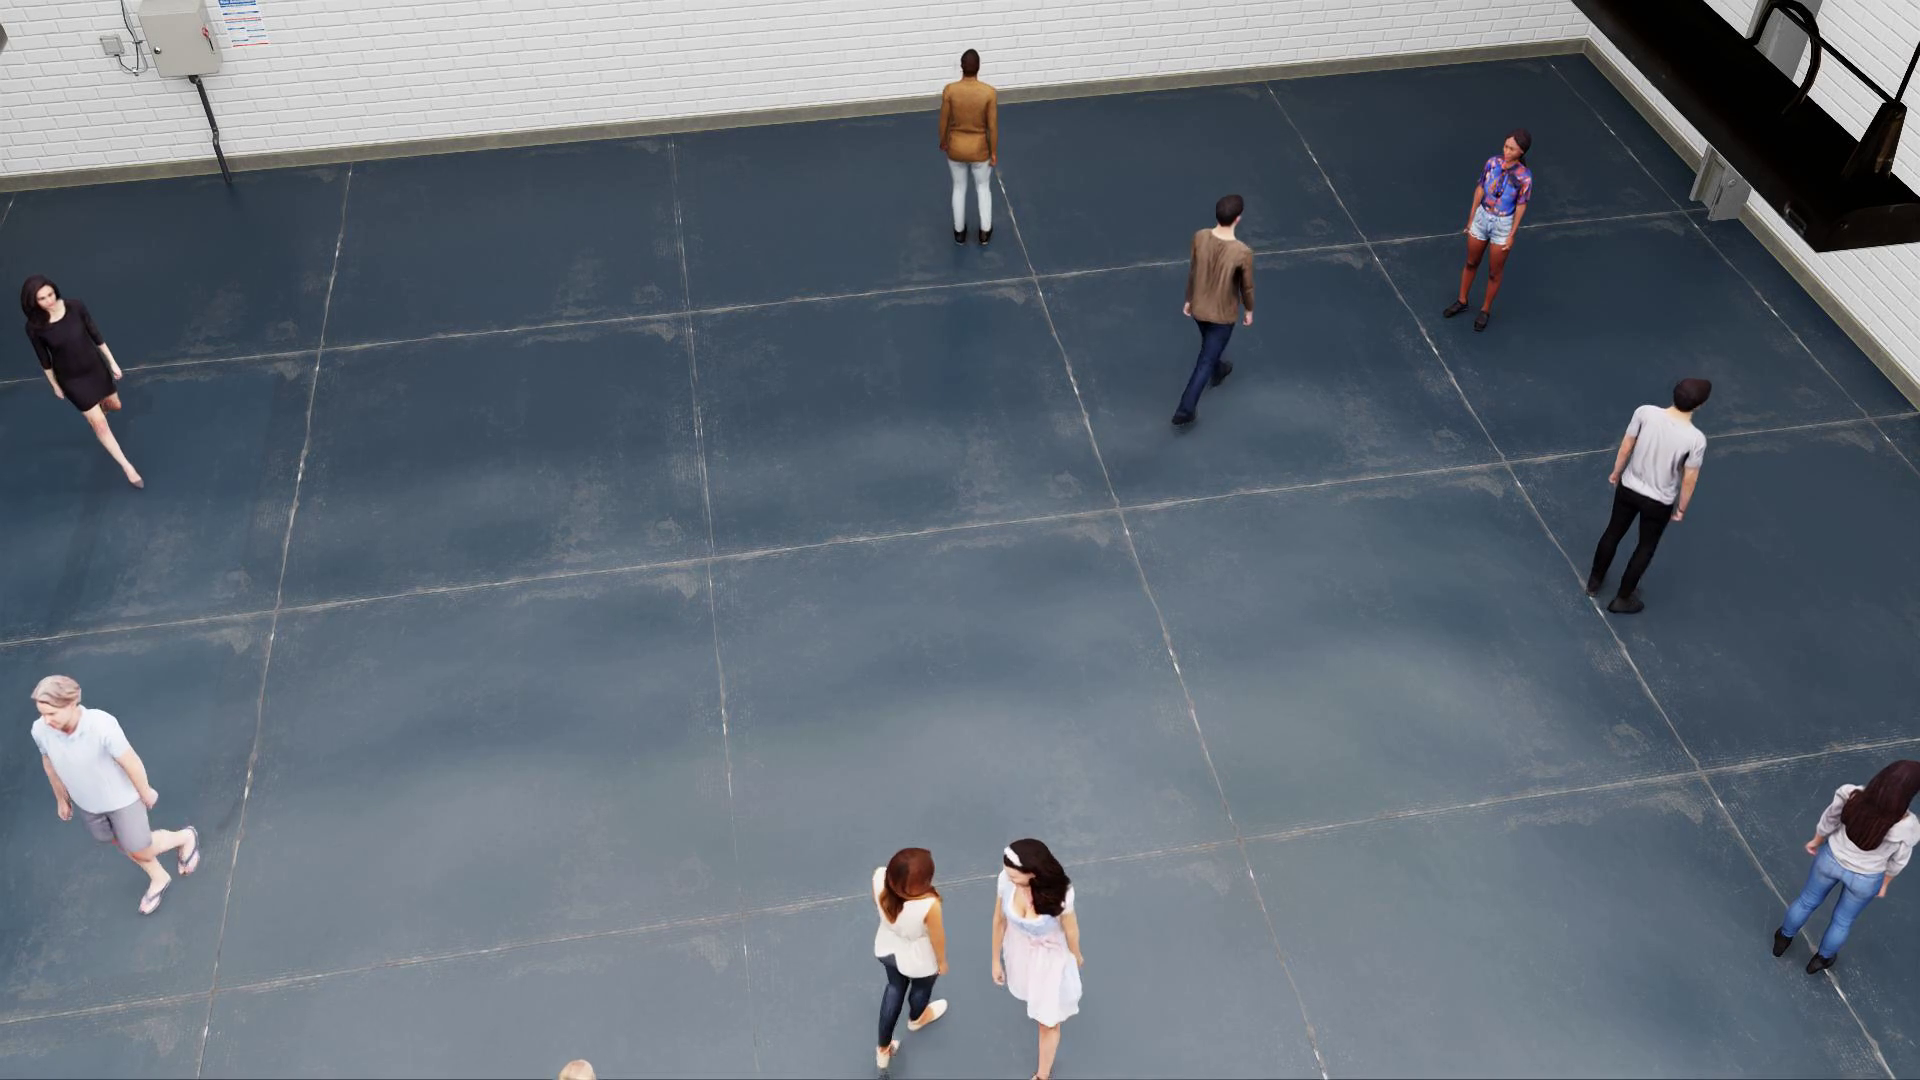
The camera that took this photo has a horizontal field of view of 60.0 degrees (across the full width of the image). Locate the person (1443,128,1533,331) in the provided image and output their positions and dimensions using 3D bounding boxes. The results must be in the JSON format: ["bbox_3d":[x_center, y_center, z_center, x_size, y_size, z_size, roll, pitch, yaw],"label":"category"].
[{"bbox_3d":[4.264,-2.494,13.289,0.647,1.743,0.729,31,52,28],"label":"person"}]

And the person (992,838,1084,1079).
[{"bbox_3d":[0.409,2.028,8.524,1.015,1.770,1.127,15,46,15],"label":"person"}]

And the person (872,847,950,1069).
[{"bbox_3d":[-0.290,2.122,8.431,0.898,1.761,0.957,19,47,19],"label":"person"}]

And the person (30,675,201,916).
[{"bbox_3d":[-4.662,1.340,9.209,0.779,1.820,0.838,6,44,7],"label":"person"}]

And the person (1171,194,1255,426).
[{"bbox_3d":[1.848,-1.662,12.344,1.189,1.843,1.214,27,50,26],"label":"person"}]

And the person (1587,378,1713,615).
[{"bbox_3d":[4.504,-0.307,10.909,0.796,1.861,0.888,31,52,28],"label":"person"}]

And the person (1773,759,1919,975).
[{"bbox_3d":[4.763,1.759,8.907,0.639,1.631,0.737,34,53,31],"label":"person"}]

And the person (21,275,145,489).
[{"bbox_3d":[-6.288,-1.189,11.898,1.120,1.773,0.991,33,53,30],"label":"person"}]

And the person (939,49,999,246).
[{"bbox_3d":[0.052,-3.282,14.068,0.728,1.811,0.705,4,44,4],"label":"person"}]
